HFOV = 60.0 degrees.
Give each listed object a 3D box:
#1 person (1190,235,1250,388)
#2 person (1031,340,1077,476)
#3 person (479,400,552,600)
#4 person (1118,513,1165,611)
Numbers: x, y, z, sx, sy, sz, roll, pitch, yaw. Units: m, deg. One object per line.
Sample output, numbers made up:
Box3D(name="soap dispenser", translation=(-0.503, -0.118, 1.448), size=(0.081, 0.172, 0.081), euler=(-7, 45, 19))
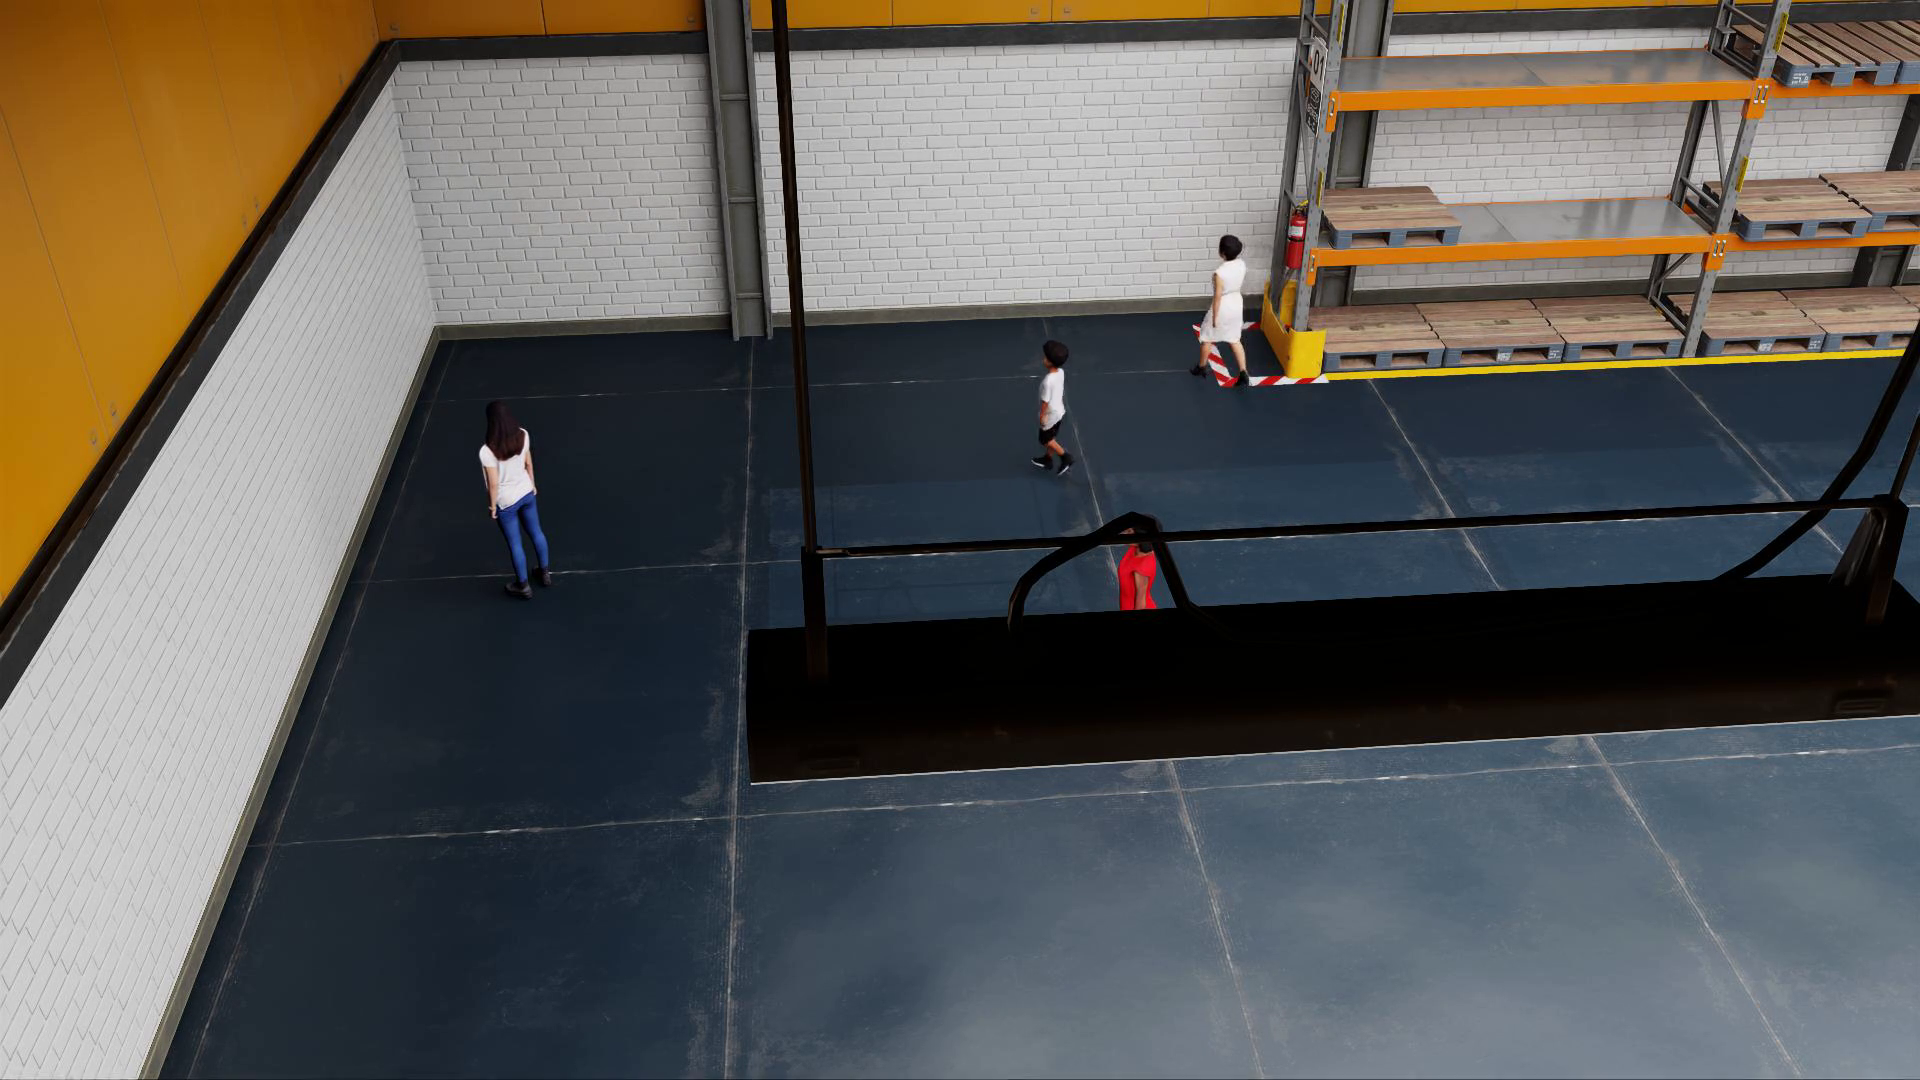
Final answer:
Box3D(name="person", translation=(2.553, -2.127, 15.653), size=(0.920, 1.530, 0.871), euler=(-20, 39, -28))
Box3D(name="person", translation=(0.838, -1.121, 14.393), size=(0.771, 1.249, 0.674), euler=(16, 37, 23))
Box3D(name="person", translation=(-3.425, -0.304, 12.771), size=(0.728, 1.684, 0.680), euler=(22, 40, 30))
Box3D(name="person", translation=(1.215, 0.565, 11.411), size=(0.516, 1.743, 0.581), euler=(0, 34, 0))
